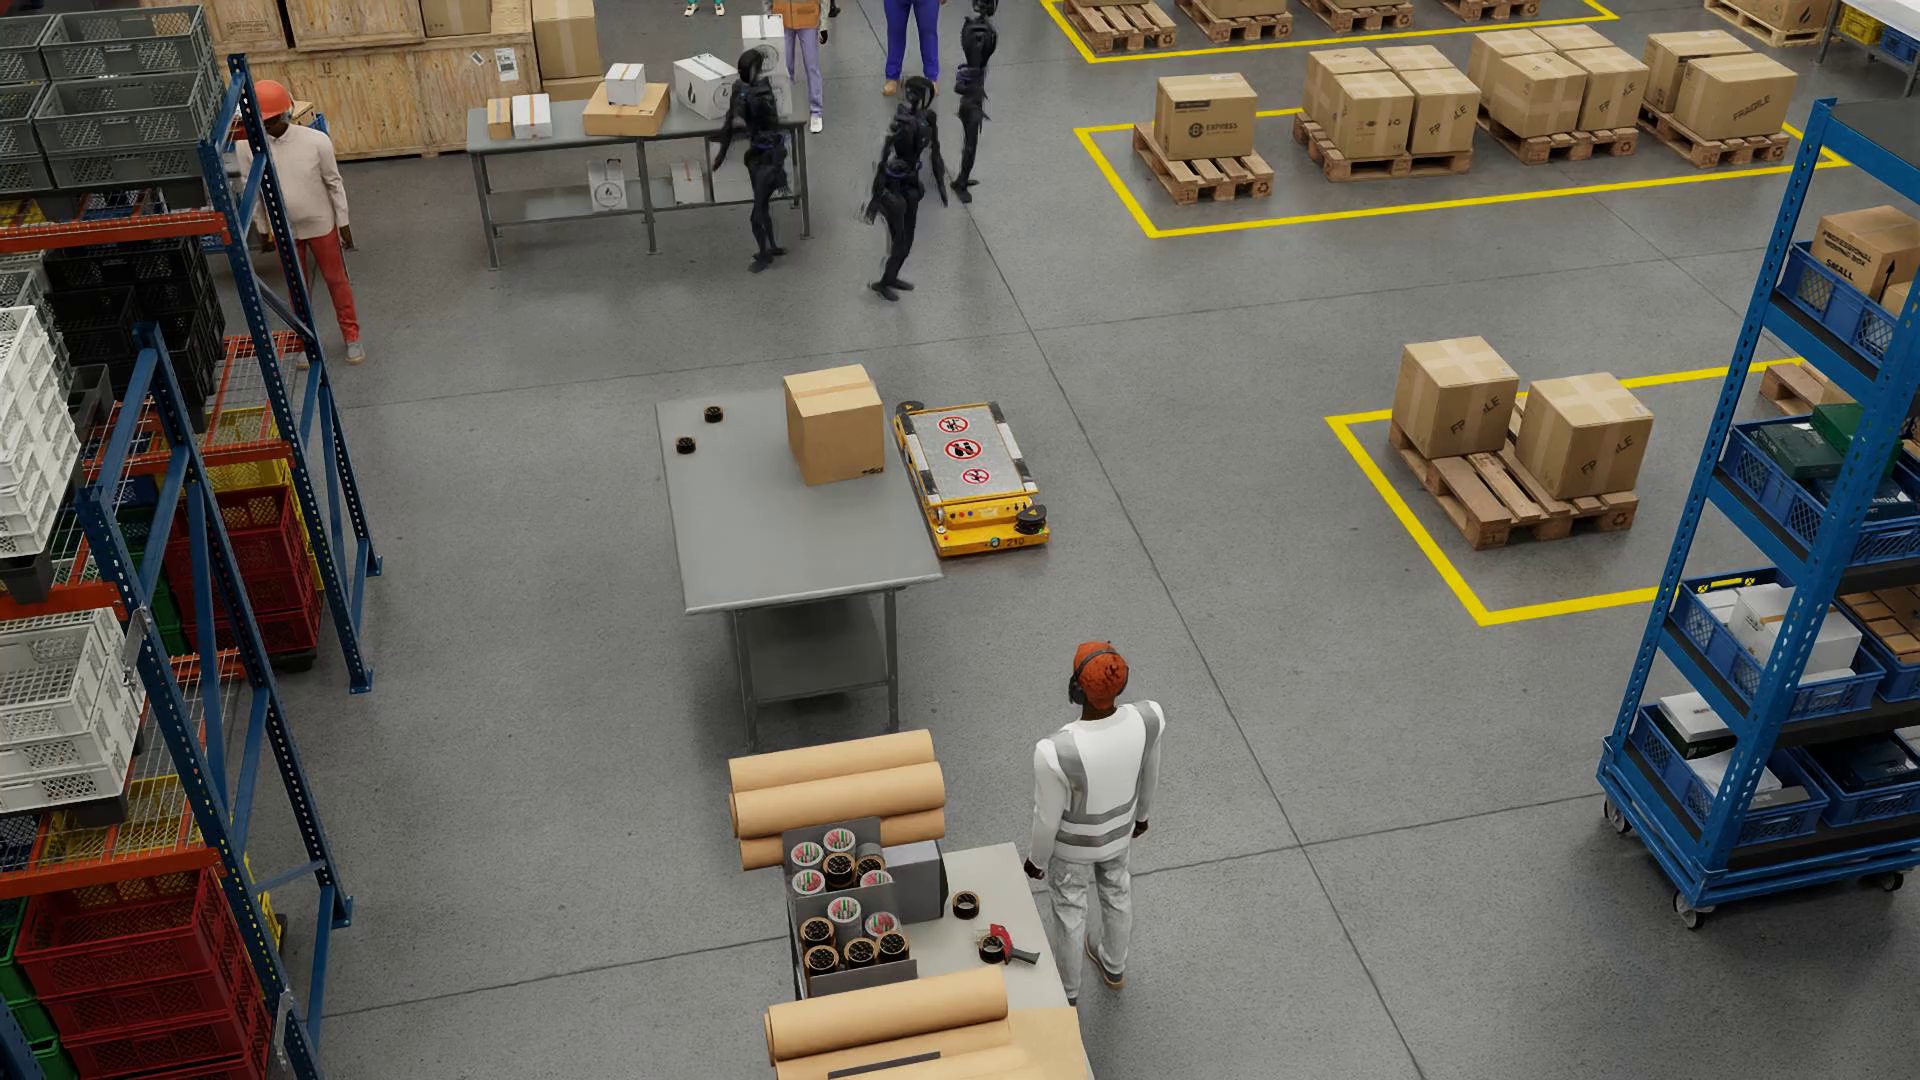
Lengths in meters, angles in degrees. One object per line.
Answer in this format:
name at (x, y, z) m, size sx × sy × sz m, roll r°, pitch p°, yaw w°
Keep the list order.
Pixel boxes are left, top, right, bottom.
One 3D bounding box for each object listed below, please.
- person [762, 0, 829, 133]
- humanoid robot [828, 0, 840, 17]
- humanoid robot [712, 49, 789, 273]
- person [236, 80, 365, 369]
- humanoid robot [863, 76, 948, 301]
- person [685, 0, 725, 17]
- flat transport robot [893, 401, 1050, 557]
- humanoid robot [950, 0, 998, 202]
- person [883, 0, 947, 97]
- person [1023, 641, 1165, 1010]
person at (-1.389, -4.411, 14.091) m, size 0.586 × 1.930 × 0.361 m, roll 5°, pitch 37°, yaw 7°
humanoid robot at (-1.421, -6.056, 16.511) m, size 0.580 × 1.653 × 0.318 m, roll 2°, pitch 37°, yaw 3°
humanoid robot at (-1.518, -2.766, 12.085) m, size 0.479 × 1.642 × 0.645 m, roll -19°, pitch 41°, yaw -24°
person at (-4.296, -2.053, 10.871) m, size 0.610 × 1.991 × 0.388 m, roll -6°, pitch 37°, yaw -7°
humanoid robot at (-0.384, -2.473, 11.717) m, size 0.500 × 1.630 × 0.620 m, roll 22°, pitch 42°, yaw 26°
person at (-2.589, -6.096, 16.491) m, size 0.524 × 1.768 × 0.307 m, roll -1°, pitch 37°, yaw -1°
flat transport robot at (0.046, -0.430, 10.108) m, size 0.652 × 0.197 × 1.431 m, roll -8°, pitch 37°, yaw -10°
humanoid robot at (0.102, -3.499, 13.079) m, size 0.368 × 1.644 × 0.682 m, roll 2°, pitch 37°, yaw 2°
person at (-0.425, -4.926, 14.691) m, size 0.672 × 2.000 × 0.536 m, roll 4°, pitch 37°, yaw 5°
person at (0.517, 1.161, 6.640) m, size 0.582 × 1.882 × 0.346 m, roll -19°, pitch 41°, yaw -24°
